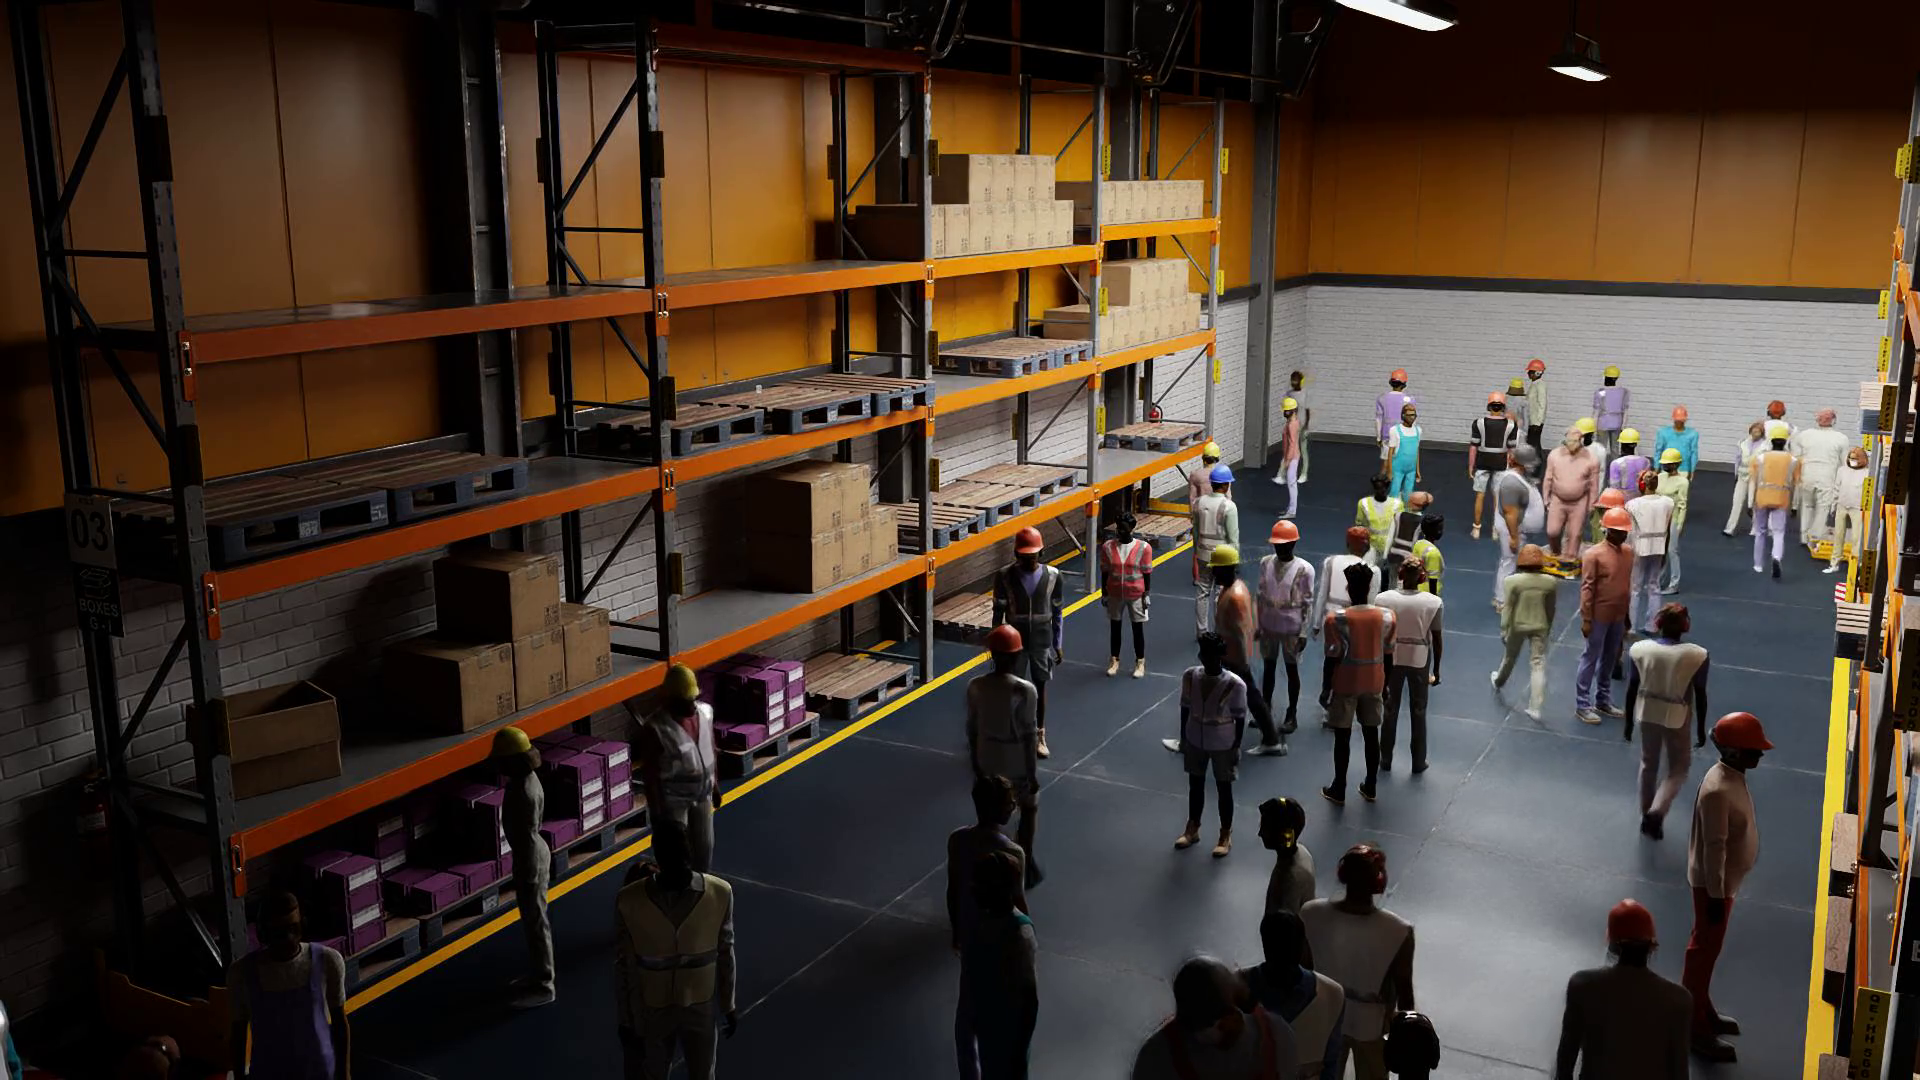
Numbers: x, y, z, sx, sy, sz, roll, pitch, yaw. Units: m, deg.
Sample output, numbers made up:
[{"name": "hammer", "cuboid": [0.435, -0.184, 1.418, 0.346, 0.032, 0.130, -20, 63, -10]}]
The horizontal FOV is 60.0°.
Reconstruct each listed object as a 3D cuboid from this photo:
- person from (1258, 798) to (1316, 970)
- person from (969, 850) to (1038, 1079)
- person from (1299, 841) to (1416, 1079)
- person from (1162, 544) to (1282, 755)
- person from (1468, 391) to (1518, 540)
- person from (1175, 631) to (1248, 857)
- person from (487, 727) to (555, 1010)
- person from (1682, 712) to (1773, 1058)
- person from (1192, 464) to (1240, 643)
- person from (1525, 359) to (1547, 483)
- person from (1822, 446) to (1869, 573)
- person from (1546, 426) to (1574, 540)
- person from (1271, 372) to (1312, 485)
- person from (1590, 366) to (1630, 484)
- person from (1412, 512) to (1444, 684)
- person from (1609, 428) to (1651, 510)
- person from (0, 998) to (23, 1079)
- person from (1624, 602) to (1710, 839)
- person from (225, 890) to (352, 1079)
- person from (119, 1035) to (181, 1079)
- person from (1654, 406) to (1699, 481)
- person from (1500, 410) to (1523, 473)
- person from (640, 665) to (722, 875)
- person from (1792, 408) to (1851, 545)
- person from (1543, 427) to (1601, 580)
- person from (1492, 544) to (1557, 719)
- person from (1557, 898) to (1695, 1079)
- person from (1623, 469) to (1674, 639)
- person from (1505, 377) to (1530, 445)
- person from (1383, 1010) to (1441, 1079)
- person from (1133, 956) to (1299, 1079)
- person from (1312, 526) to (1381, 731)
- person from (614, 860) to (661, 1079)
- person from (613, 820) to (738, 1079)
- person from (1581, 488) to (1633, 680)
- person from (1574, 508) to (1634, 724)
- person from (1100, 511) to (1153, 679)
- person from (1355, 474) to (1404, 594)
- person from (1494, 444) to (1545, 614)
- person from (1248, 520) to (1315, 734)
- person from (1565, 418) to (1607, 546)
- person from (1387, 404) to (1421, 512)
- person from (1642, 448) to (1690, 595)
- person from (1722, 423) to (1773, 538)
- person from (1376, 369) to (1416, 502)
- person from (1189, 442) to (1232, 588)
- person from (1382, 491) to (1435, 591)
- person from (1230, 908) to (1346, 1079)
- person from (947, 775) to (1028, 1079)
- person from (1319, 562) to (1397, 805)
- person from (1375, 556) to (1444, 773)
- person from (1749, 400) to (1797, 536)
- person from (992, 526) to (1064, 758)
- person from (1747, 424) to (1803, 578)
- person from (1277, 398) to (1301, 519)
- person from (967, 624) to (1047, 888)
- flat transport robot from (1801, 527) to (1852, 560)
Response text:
[{"name": "person", "cuboid": [1.675, 2.211, 8.627, 0.331, 1.859, 0.516, 3, 13, 14]}, {"name": "person", "cuboid": [0.197, 2.358, 7.995, 0.348, 1.846, 0.506, -6, 14, -24]}, {"name": "person", "cuboid": [1.894, 2.352, 8.021, 0.570, 1.843, 0.372, 7, 14, 28]}, {"name": "person", "cuboid": [2.311, 0.959, 14.235, 1.035, 1.872, 0.585, 2, 13, 9]}, {"name": "person", "cuboid": [7.244, -1.010, 22.661, 0.611, 2.032, 0.411, 3, 13, 13]}, {"name": "person", "cuboid": [1.845, 1.488, 12.223, 0.537, 1.695, 0.320, 9, 15, 35]}, {"name": "person", "cuboid": [-2.645, 1.957, 10.050, 0.324, 1.729, 0.494, -5, 14, -21]}, {"name": "person", "cuboid": [4.364, 1.939, 9.528, 0.379, 1.996, 0.611, 7, 14, 29]}, {"name": "person", "cuboid": [2.712, 0.168, 17.564, 0.390, 1.949, 0.602, -10, 16, -37]}, {"name": "person", "cuboid": [9.222, -1.909, 26.758, 0.378, 1.995, 0.609, 1, 13, 3]}, {"name": "person", "cuboid": [11.042, -0.354, 20.617, 0.288, 1.633, 0.497, -9, 16, -36]}, {"name": "person", "cuboid": [7.948, -0.649, 21.724, 0.416, 1.719, 0.513, -10, 16, -39]}, {"name": "person", "cuboid": [5.347, -1.769, 26.517, 0.538, 1.819, 0.961, 10, 16, 39]}, {"name": "person", "cuboid": [10.324, -1.812, 26.475, 0.587, 1.930, 0.357, -1, 13, -5]}, {"name": "person", "cuboid": [4.579, 0.558, 16.378, 0.322, 1.699, 0.536, -1, 13, -3]}, {"name": "person", "cuboid": [8.036, -0.388, 20.130, 0.595, 1.912, 0.373, -6, 14, -23]}, {"name": "person", "cuboid": [-4.207, 2.586, 7.014, 0.429, 1.833, 0.631, 4, 13, 19]}, {"name": "person", "cuboid": [5.275, 1.364, 12.471, 0.585, 1.822, 0.582, 10, 16, 37]}, {"name": "person", "cuboid": [-3.025, 2.456, 7.552, 0.514, 1.845, 0.338, -5, 13, -21]}, {"name": "person", "cuboid": [-3.221, 2.782, 6.634, 0.517, 1.607, 0.752, -1, 13, -2]}, {"name": "person", "cuboid": [10.089, -1.042, 23.454, 0.579, 1.735, 0.427, 5, 14, 22]}, {"name": "person", "cuboid": [7.825, -1.036, 23.706, 0.525, 1.623, 0.522, -4, 13, -17]}, {"name": "person", "cuboid": [-1.826, 1.692, 11.056, 0.409, 1.814, 0.606, 10, 16, 38]}, {"name": "person", "cuboid": [11.466, -0.810, 22.111, 0.662, 1.881, 0.781, 11, 17, 40]}, {"name": "person", "cuboid": [7.510, -0.456, 20.479, 0.665, 1.891, 0.419, 6, 14, 26]}, {"name": "person", "cuboid": [5.272, 0.806, 15.526, 0.519, 1.579, 0.885, 1, 13, 6]}, {"name": "person", "cuboid": [3.028, 2.507, 7.590, 0.571, 1.723, 0.648, 3, 13, 14]}, {"name": "person", "cuboid": [7.357, 0.162, 17.855, 0.560, 1.836, 0.394, -3, 13, -11]}, {"name": "person", "cuboid": [8.808, -1.717, 26.467, 0.492, 1.742, 0.320, 9, 15, 35]}, {"name": "person", "cuboid": [1.737, 2.702, 6.478, 0.503, 1.839, 0.349, -1, 13, -4]}, {"name": "person", "cuboid": [1.076, 2.535, 6.757, 0.741, 2.000, 0.988, -1, 13, -6]}, {"name": "person", "cuboid": [3.541, 0.787, 15.083, 0.824, 1.832, 0.608, -11, 17, -41]}, {"name": "person", "cuboid": [-1.572, 2.385, 8.344, 0.312, 1.636, 0.520, 0, 13, -1]}, {"name": "person", "cuboid": [-1.394, 2.278, 8.180, 0.596, 1.921, 0.384, -3, 13, -15]}, {"name": "person", "cuboid": [6.401, 0.443, 16.387, 0.442, 1.922, 0.550, 12, 17, 42]}, {"name": "person", "cuboid": [5.910, 0.684, 15.166, 0.625, 1.989, 0.403, -7, 14, -29]}, {"name": "person", "cuboid": [1.641, 0.539, 16.499, 0.535, 1.690, 0.320, 5, 13, 20]}, {"name": "person", "cuboid": [4.681, 0.087, 18.574, 0.548, 1.654, 0.819, 3, 13, 13]}, {"name": "person", "cuboid": [6.347, -0.163, 18.836, 0.537, 2.000, 0.876, 6, 14, 24]}, {"name": "person", "cuboid": [2.878, 0.770, 14.894, 0.542, 1.938, 0.357, 9, 16, 36]}, {"name": "person", "cuboid": [7.993, -0.631, 21.283, 0.521, 1.889, 0.597, -6, 14, -24]}, {"name": "person", "cuboid": [6.089, -0.950, 22.802, 0.506, 1.847, 0.343, -4, 13, -19]}, {"name": "person", "cuboid": [8.402, -0.226, 19.766, 0.343, 1.759, 0.533, -4, 13, -17]}, {"name": "person", "cuboid": [10.793, -0.803, 22.706, 0.533, 1.584, 0.862, 12, 17, 43]}, {"name": "person", "cuboid": [6.572, -1.561, 25.094, 0.608, 2.044, 0.373, 7, 14, 29]}, {"name": "person", "cuboid": [3.013, -0.300, 20.068, 0.525, 1.772, 0.309, 5, 14, 22]}, {"name": "person", "cuboid": [4.872, 0.249, 18.003, 0.871, 1.573, 0.518, -11, 17, -40]}, {"name": "person", "cuboid": [1.360, 2.489, 7.241, 0.587, 1.920, 0.390, 1, 13, 4]}, {"name": "person", "cuboid": [0.160, 2.150, 8.933, 0.505, 1.842, 0.349, 10, 16, 38]}, {"name": "person", "cuboid": [3.139, 1.141, 13.184, 0.602, 1.960, 0.368, -2, 13, -10]}, {"name": "person", "cuboid": [3.723, 1.043, 13.878, 0.564, 1.846, 0.390, 4, 13, 18]}, {"name": "person", "cuboid": [11.254, -1.024, 23.096, 0.609, 1.856, 0.772, 4, 13, 17]}, {"name": "person", "cuboid": [0.583, 0.878, 14.175, 0.615, 2.040, 0.391, -1, 13, -5]}, {"name": "person", "cuboid": [10.049, -0.470, 20.548, 0.587, 1.900, 0.768, 5, 14, 22]}, {"name": "person", "cuboid": [4.754, -1.176, 24.010, 0.319, 1.763, 0.522, 3, 13, 13]}, {"name": "person", "cuboid": [0.354, 1.511, 11.601, 0.579, 1.920, 0.654, 7, 14, 28]}, {"name": "flat transport robot", "cuboid": [11.573, 0.024, 21.998, 0.652, 0.197, 1.431, 5, 13, 20]}]
